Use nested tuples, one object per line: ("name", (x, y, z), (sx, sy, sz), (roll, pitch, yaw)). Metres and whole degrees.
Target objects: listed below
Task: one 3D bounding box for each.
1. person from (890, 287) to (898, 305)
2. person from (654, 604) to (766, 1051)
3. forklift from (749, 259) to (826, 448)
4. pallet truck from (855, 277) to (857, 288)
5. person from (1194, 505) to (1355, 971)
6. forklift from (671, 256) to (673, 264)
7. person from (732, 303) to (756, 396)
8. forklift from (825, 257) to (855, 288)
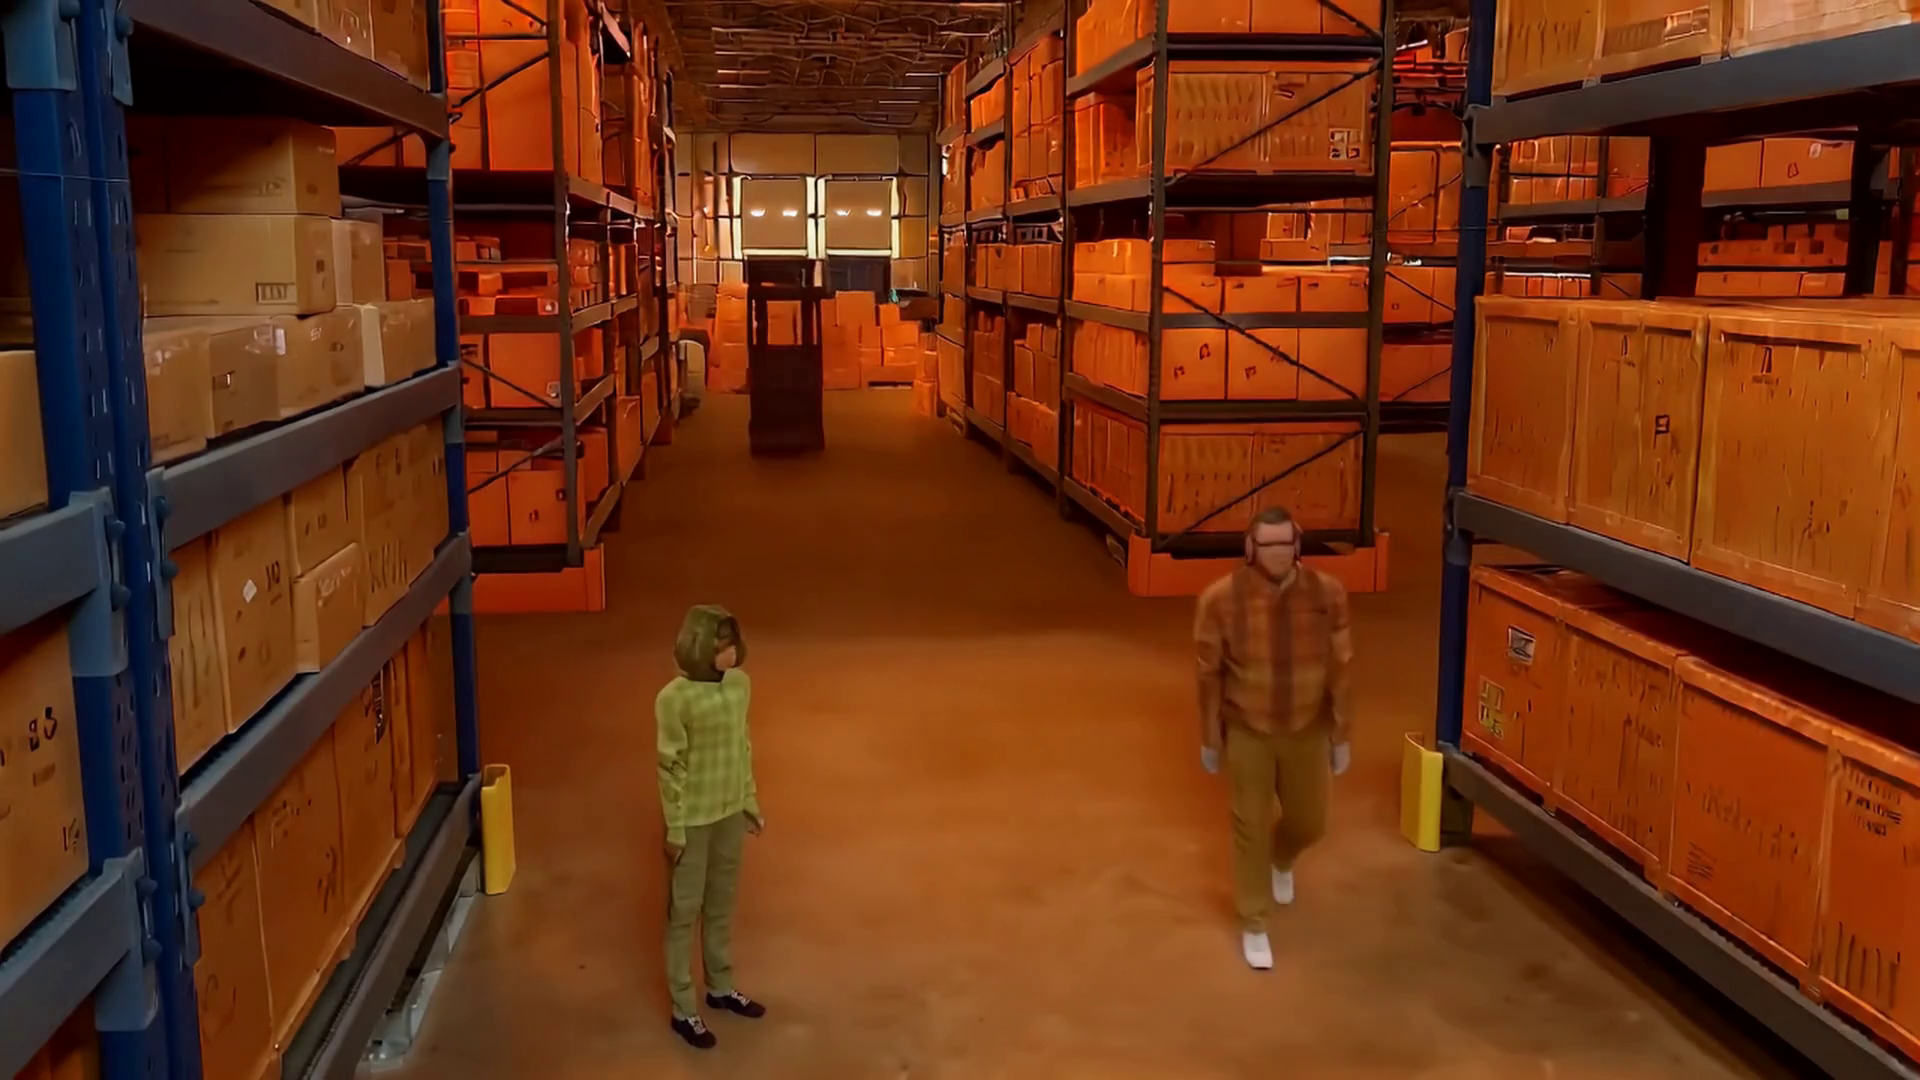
("person", (-2.444, -8.762, 63.069), (0.538, 1.682, 0.535), (-2, 10, -12))
("person", (-0.918, 1.036, 6.158), (0.279, 1.634, 0.499), (6, 11, 31))
("forklift", (-2.665, -2.879, 25.327), (1.129, 2.768, 1.873), (-1, 10, -7))
("pallet truck", (-3.782, -9.391, 65.808), (1.885, 1.965, 0.823), (2, 10, 10))
("person", (1.295, 0.775, 6.926), (0.656, 1.891, 0.671), (0, 10, 0))
("forklift", (-11.202, -9.362, 63.071), (1.129, 2.768, 1.873), (-1, 10, -7))
("person", (-4.265, -3.892, 34.058), (0.925, 1.893, 0.573), (-1, 10, -4))
("forklift", (-3.492, -6.850, 48.444), (1.129, 2.768, 1.873), (-1, 10, -7))
